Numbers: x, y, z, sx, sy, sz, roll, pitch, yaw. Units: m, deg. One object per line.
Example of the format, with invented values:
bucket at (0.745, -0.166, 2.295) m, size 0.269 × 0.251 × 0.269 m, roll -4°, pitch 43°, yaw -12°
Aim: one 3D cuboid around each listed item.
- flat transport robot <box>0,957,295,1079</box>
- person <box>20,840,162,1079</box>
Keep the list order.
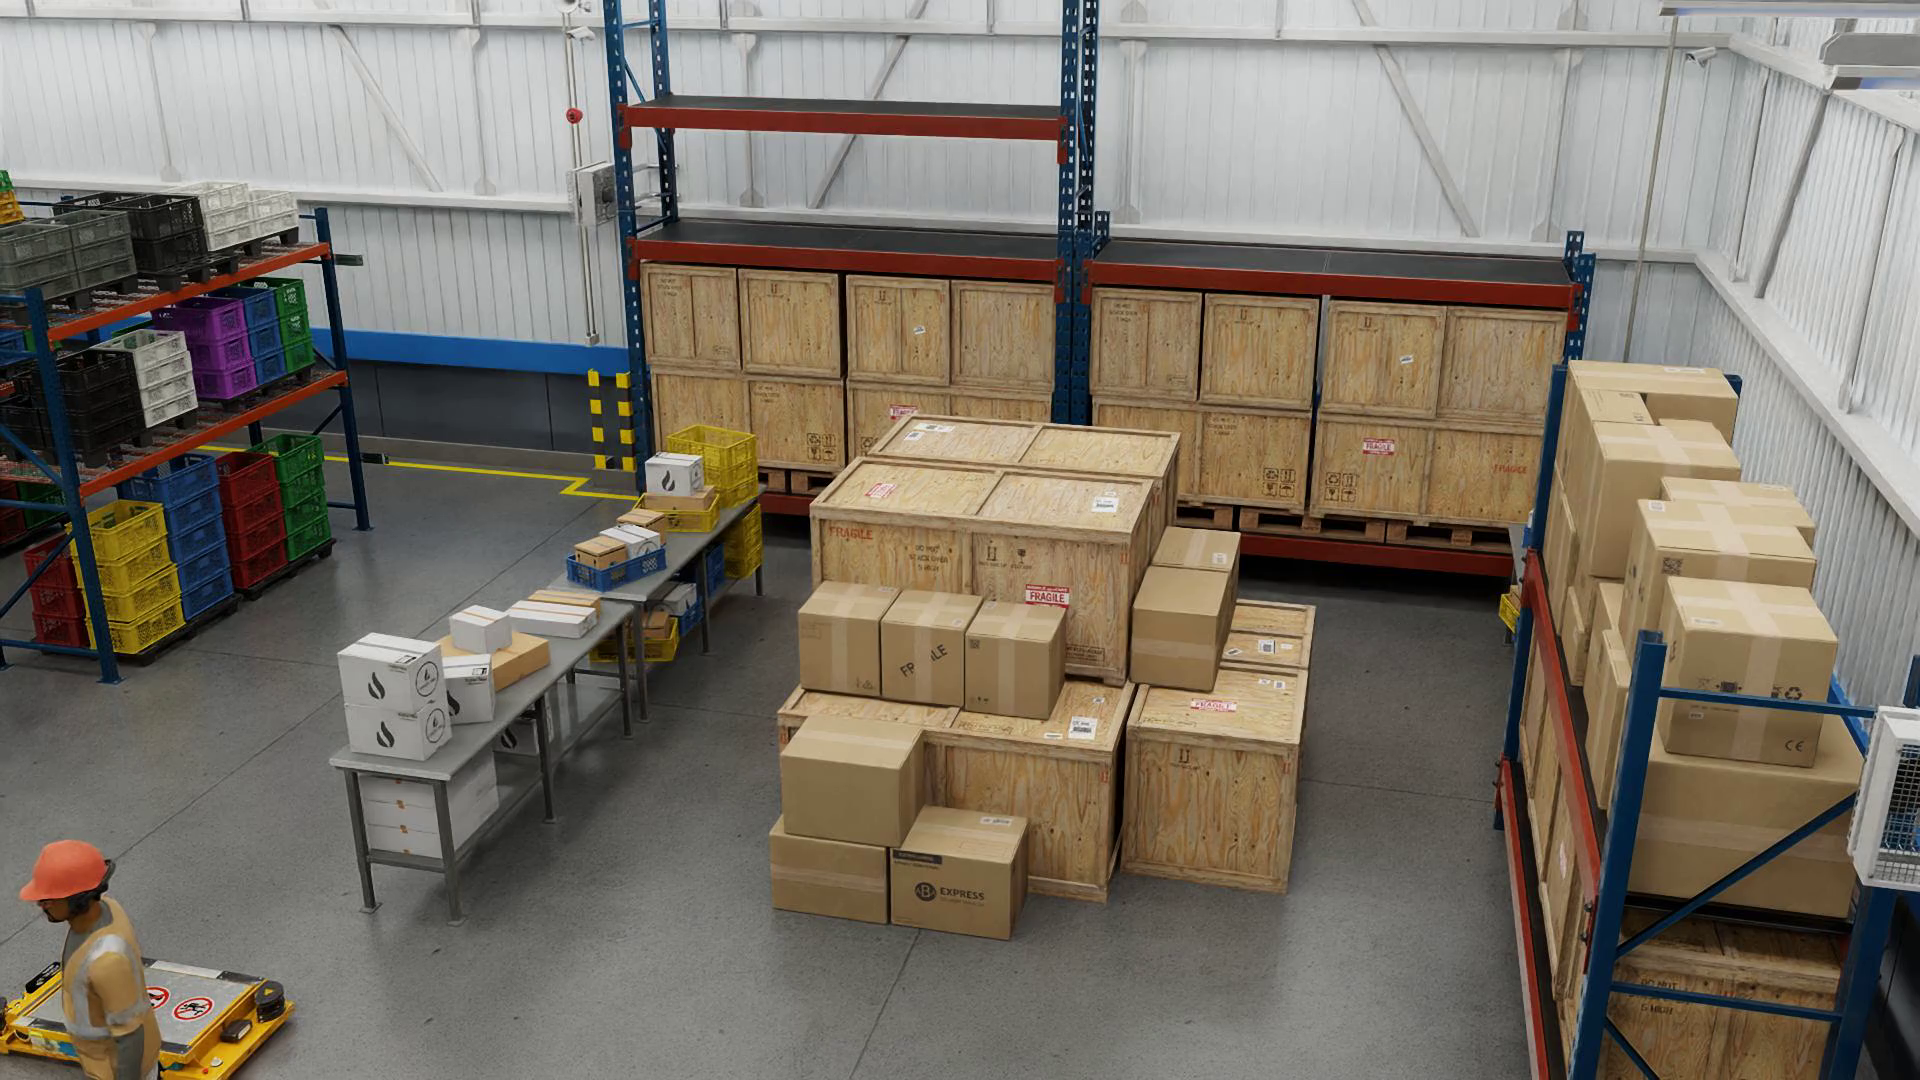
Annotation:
flat transport robot at (-4.270, 2.464, 8.601) m, size 1.431 × 0.231 × 0.659 m, roll 5°, pitch 22°, yaw 13°
person at (-3.537, 2.150, 6.939) m, size 0.379 × 2.045 × 0.604 m, roll -13°, pitch 25°, yaw -31°
